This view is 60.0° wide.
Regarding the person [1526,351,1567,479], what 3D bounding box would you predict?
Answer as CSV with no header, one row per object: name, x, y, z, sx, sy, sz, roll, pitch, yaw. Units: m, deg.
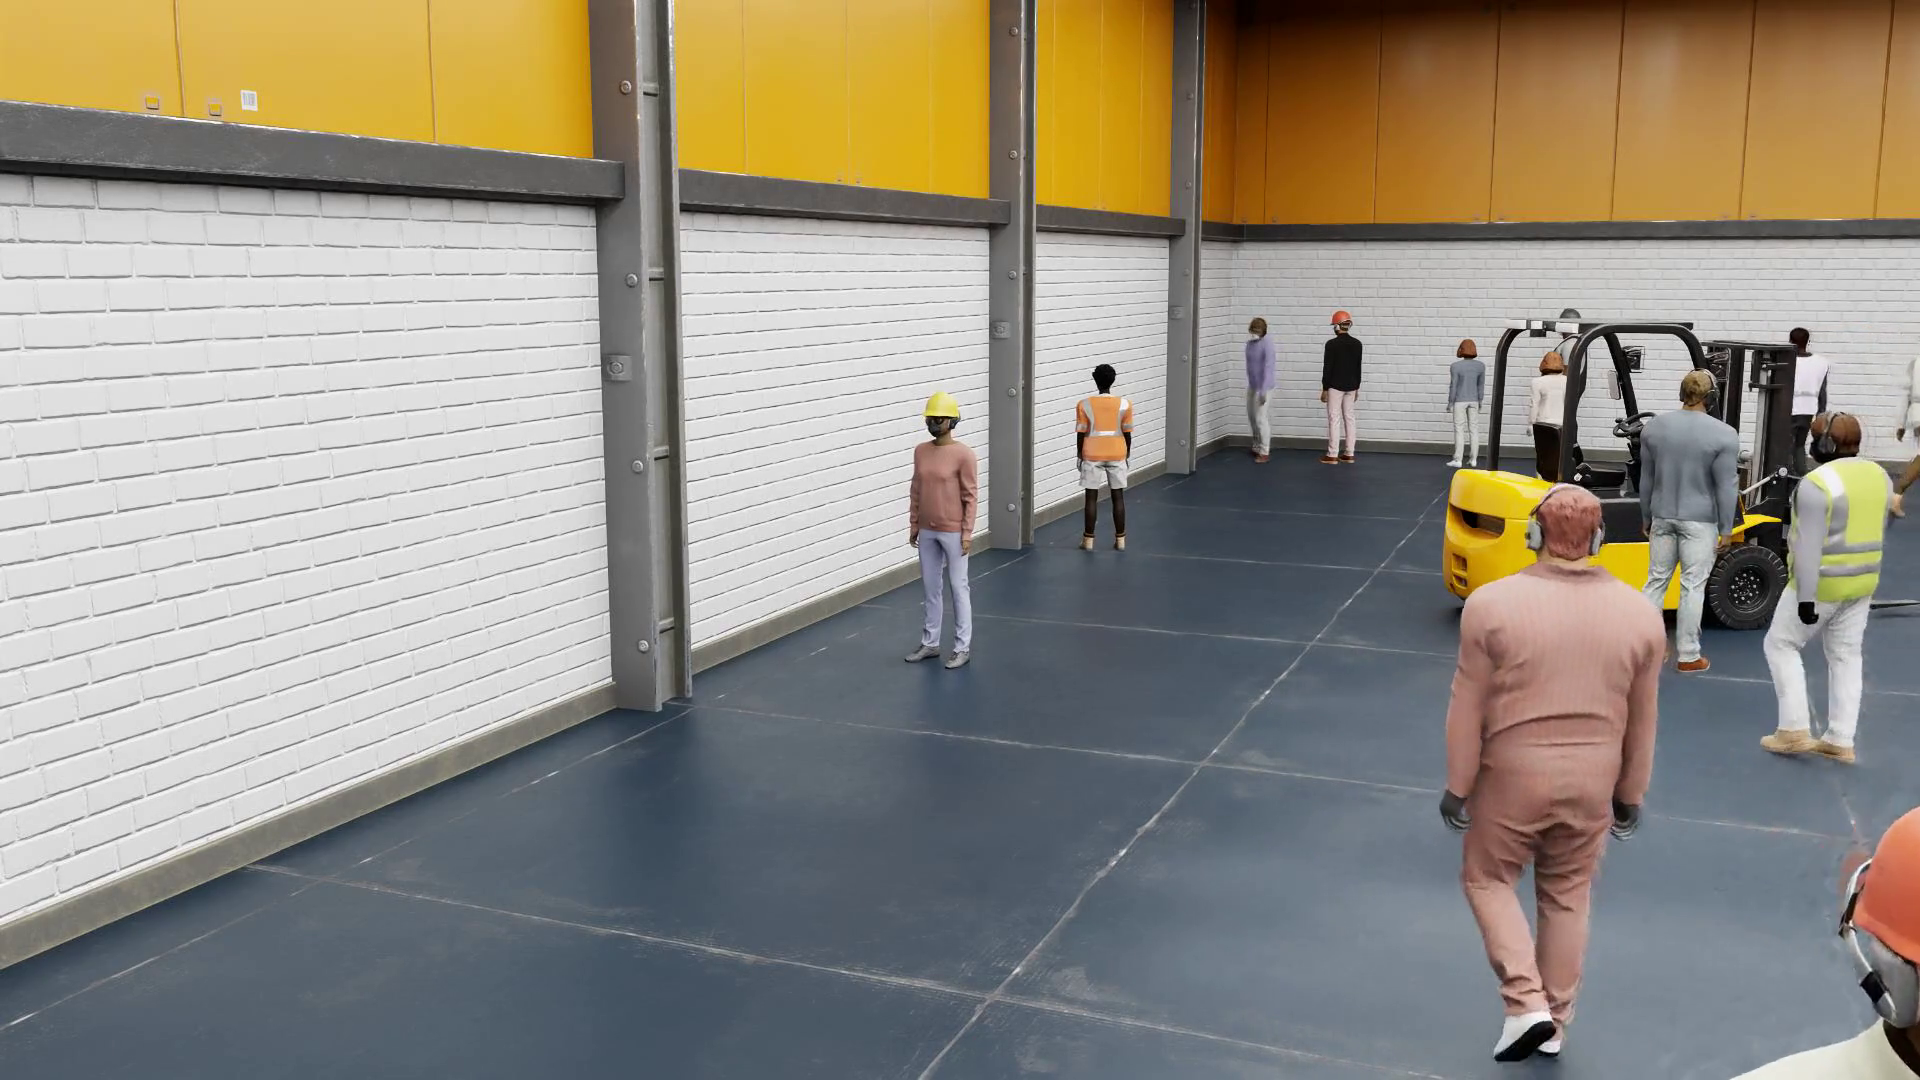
person,6.479,-1.254,18.271,0.498,1.634,0.278,-1,9,-5

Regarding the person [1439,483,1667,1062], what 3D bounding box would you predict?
person,1.871,0.765,5.273,0.664,1.889,0.496,0,9,0

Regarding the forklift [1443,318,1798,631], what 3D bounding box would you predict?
forklift,4.706,-0.497,11.990,2.313,2.155,1.214,-2,10,-10

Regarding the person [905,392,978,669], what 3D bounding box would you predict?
person,-0.119,-0.064,10.653,0.527,1.772,0.306,7,12,38

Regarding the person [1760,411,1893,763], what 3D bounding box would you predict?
person,4.497,0.241,8.660,0.634,1.825,0.544,-4,10,-22

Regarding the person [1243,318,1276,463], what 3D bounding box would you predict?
person,3.915,-1.961,21.780,0.473,1.895,0.770,-3,10,-15

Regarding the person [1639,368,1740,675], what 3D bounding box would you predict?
person,4.567,-0.112,10.475,0.361,1.933,0.628,-7,12,-38

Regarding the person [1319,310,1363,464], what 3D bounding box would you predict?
person,4.938,-1.979,21.603,0.617,1.986,0.400,-5,11,-30

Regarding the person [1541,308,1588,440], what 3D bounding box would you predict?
person,7.559,-1.884,20.857,0.538,2.000,0.683,5,10,27

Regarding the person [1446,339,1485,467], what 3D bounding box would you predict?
person,6.451,-1.743,21.233,0.508,1.632,0.271,-3,10,-16

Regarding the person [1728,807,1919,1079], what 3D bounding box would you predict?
person,1.139,1.264,1.951,0.643,1.979,0.518,-2,10,-12

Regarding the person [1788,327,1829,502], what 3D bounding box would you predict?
person,9.096,-1.363,18.124,0.618,1.900,0.480,0,9,-3

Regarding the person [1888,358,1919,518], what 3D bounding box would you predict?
person,9.823,-1.202,16.906,1.026,1.999,0.630,-3,10,-16

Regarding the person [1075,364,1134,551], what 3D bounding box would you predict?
person,1.300,-0.741,15.000,0.532,1.691,0.321,-1,9,-3
